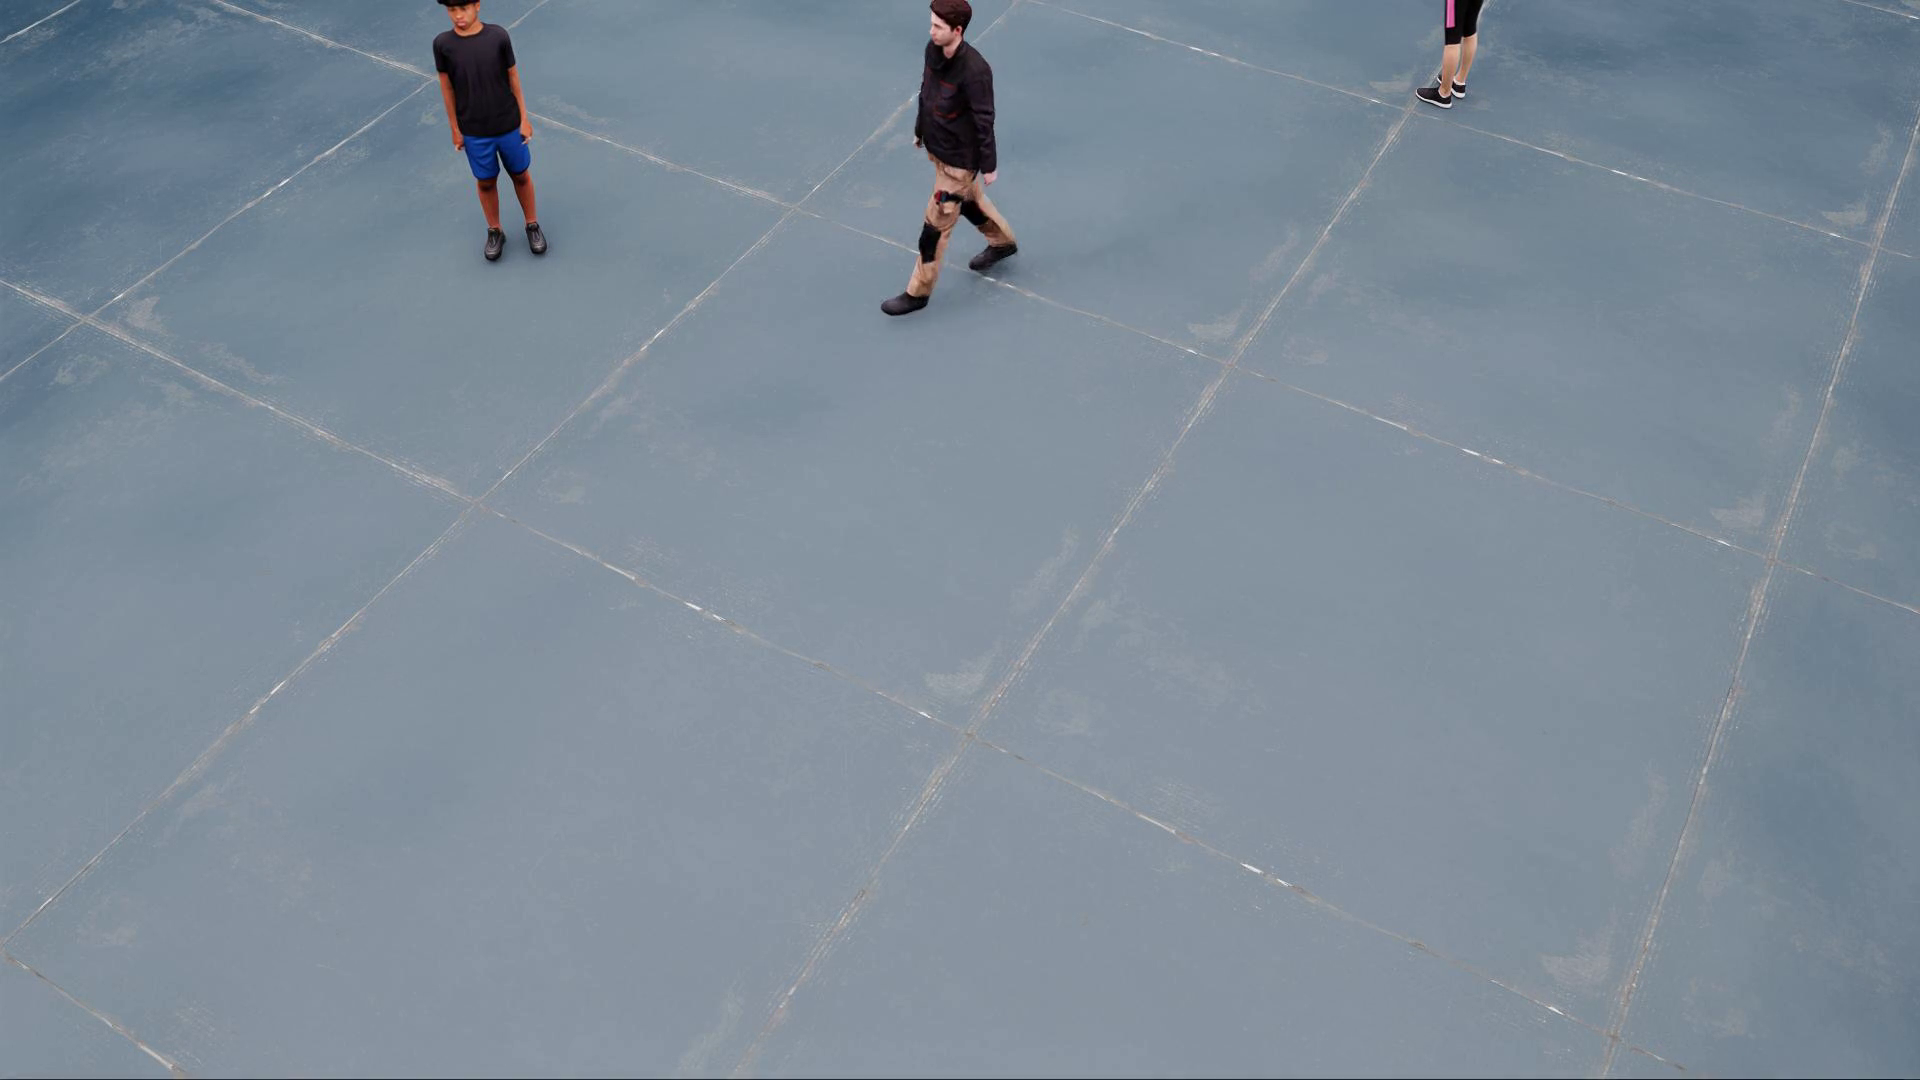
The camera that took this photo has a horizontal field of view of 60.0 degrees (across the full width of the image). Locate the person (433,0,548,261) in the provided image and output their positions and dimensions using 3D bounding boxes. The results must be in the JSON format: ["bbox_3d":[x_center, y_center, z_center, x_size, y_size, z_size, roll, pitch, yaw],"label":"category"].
[{"bbox_3d":[-2.717,-2.440,9.599,0.704,1.798,0.770,-10,48,-9],"label":"person"}]

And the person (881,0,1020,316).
[{"bbox_3d":[0.046,-2.171,9.294,1.163,1.881,1.279,-24,52,-21],"label":"person"}]

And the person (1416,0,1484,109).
[{"bbox_3d":[3.290,-3.641,10.717,0.676,1.786,0.641,-32,55,-26],"label":"person"}]
